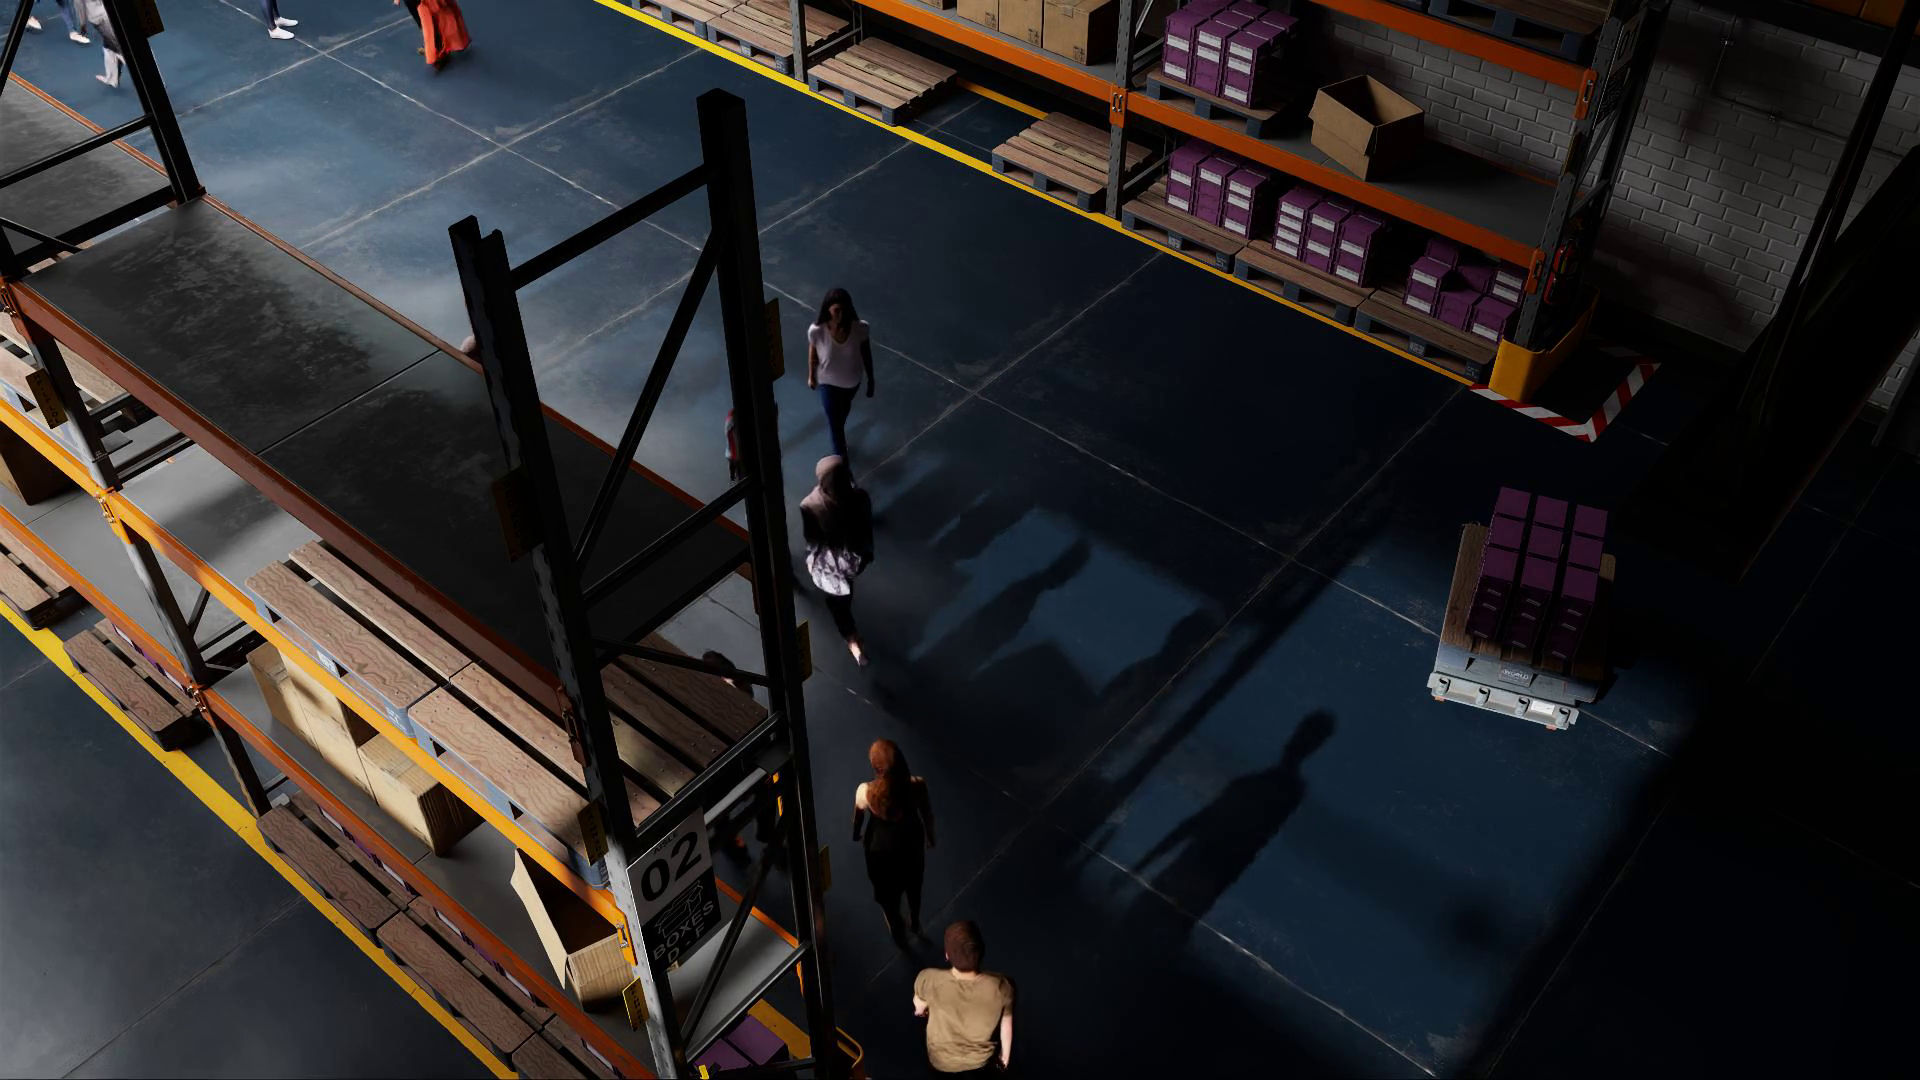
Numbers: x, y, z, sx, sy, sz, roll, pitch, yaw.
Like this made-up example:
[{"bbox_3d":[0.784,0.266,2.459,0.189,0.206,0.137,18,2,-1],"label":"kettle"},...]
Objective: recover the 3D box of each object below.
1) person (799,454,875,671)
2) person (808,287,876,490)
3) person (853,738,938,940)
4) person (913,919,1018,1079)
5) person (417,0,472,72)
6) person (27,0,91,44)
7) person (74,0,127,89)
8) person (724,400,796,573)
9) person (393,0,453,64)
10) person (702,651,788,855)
[{"bbox_3d":[-0.756,0.158,10.934,0.915,1.607,1.138,-16,46,-16],"label":"person"},{"bbox_3d":[-0.909,-1.213,12.354,1.031,1.633,1.229,-11,45,-11],"label":"person"},{"bbox_3d":[-0.353,1.748,9.263,0.768,1.610,0.824,-8,44,-8],"label":"person"},{"bbox_3d":[0.009,2.593,8.230,1.128,1.811,1.171,-2,44,-2],"label":"person"},{"bbox_3d":[-5.430,-5.594,16.851,1.042,1.774,0.992,11,45,12],"label":"person"},{"bbox_3d":[-9.735,-6.033,17.371,1.145,1.691,0.726,21,48,21],"label":"person"},{"bbox_3d":[-8.324,-5.134,16.389,1.085,1.744,0.899,10,45,10],"label":"person"},{"bbox_3d":[-1.361,-0.459,11.603,0.768,1.578,1.095,-27,50,-25],"label":"person"},{"bbox_3d":[-5.482,-5.612,16.931,0.815,1.688,0.790,11,45,12],"label":"person"},{"bbox_3d":[-1.403,1.223,9.728,0.755,1.728,0.712,25,49,24],"label":"person"}]
